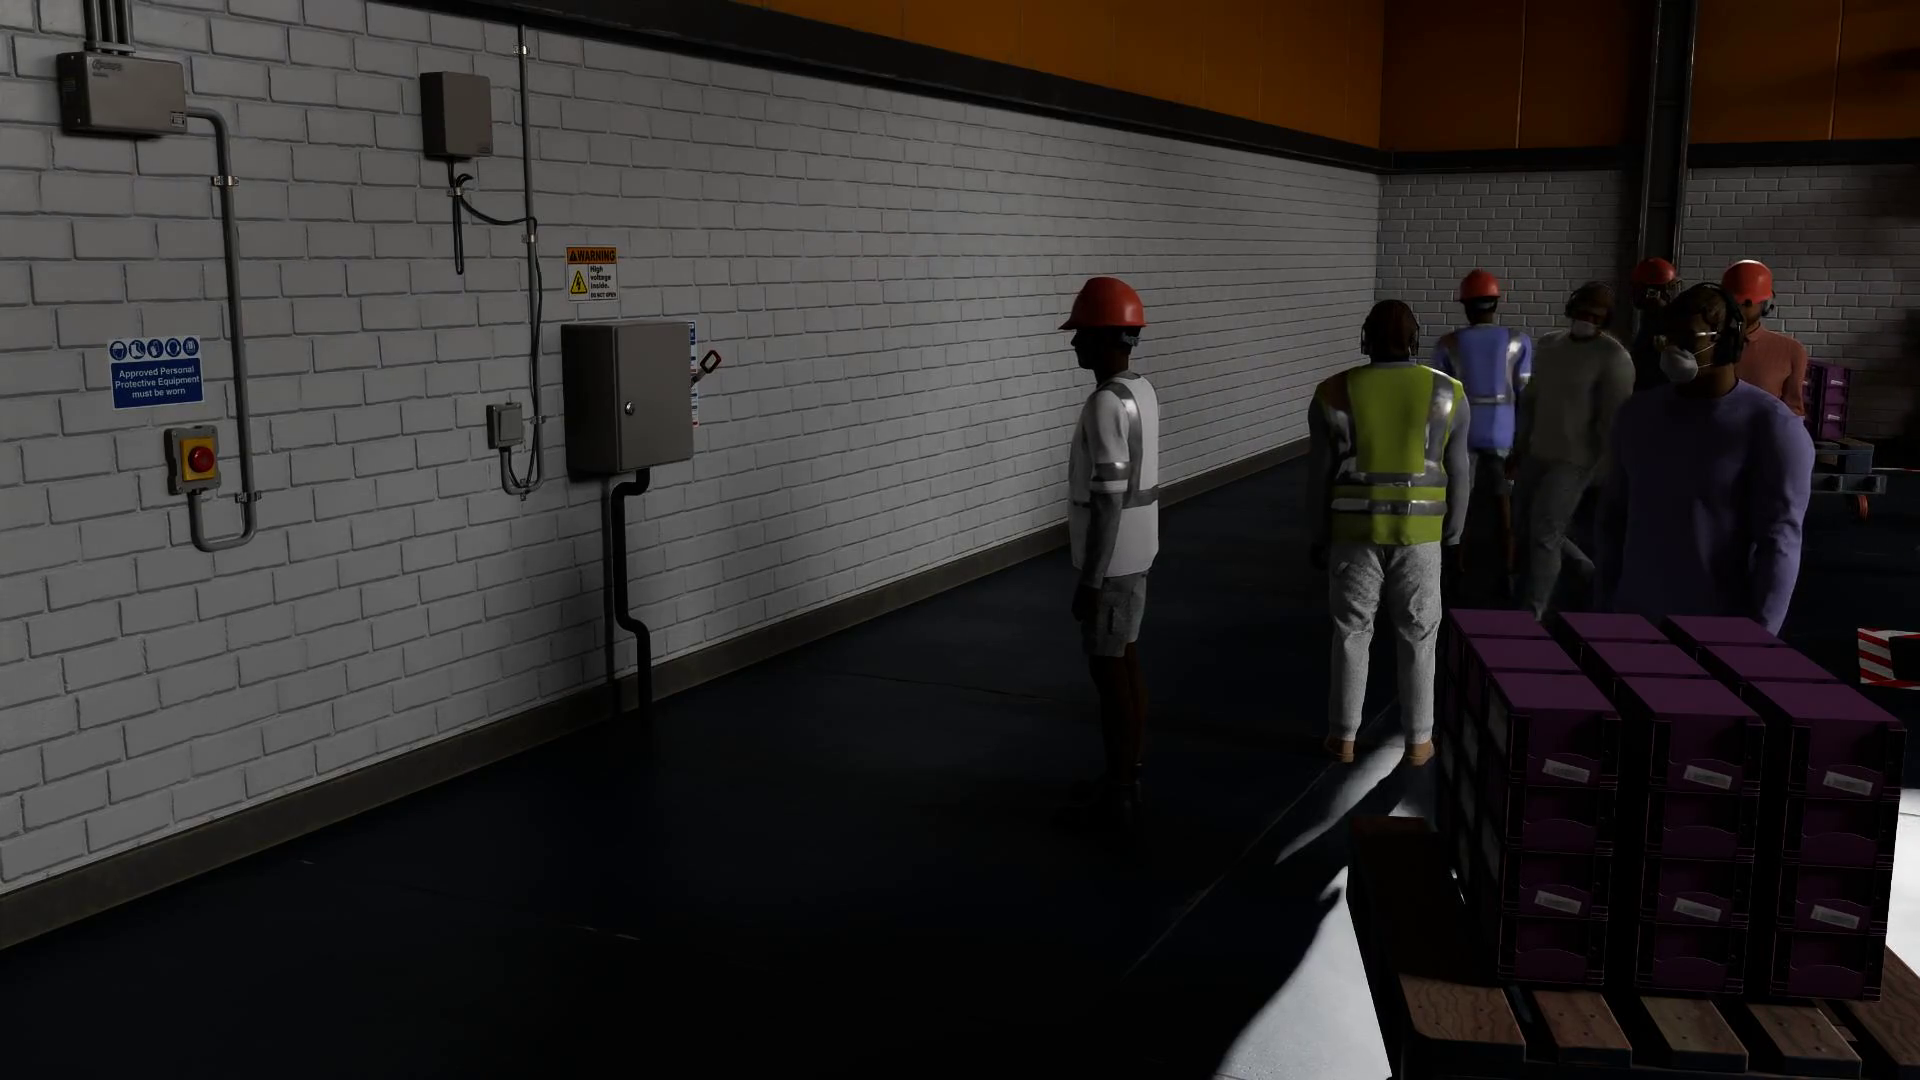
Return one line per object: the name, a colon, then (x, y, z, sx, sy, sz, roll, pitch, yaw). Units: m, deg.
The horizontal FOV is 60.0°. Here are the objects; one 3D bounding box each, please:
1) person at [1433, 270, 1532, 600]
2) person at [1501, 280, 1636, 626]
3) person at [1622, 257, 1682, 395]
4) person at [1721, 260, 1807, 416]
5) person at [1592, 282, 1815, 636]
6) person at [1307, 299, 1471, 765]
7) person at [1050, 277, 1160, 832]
person: (3.014, -0.600, 9.681, 0.586, 1.924, 0.398, 2, 10, 12)
person: (3.175, -0.398, 8.645, 0.657, 1.891, 0.667, -3, 10, -18)
person: (4.271, -0.751, 10.351, 0.383, 1.993, 0.623, 4, 10, 20)
person: (3.726, -0.349, 8.054, 0.610, 1.985, 0.392, 4, 11, 22)
person: (2.072, 0.242, 4.769, 0.372, 1.940, 0.632, -6, 11, -30)
person: (1.677, -0.022, 6.576, 0.625, 1.845, 0.429, 2, 10, 11)
person: (0.510, 0.056, 5.849, 0.359, 1.938, 0.547, 3, 10, 18)
